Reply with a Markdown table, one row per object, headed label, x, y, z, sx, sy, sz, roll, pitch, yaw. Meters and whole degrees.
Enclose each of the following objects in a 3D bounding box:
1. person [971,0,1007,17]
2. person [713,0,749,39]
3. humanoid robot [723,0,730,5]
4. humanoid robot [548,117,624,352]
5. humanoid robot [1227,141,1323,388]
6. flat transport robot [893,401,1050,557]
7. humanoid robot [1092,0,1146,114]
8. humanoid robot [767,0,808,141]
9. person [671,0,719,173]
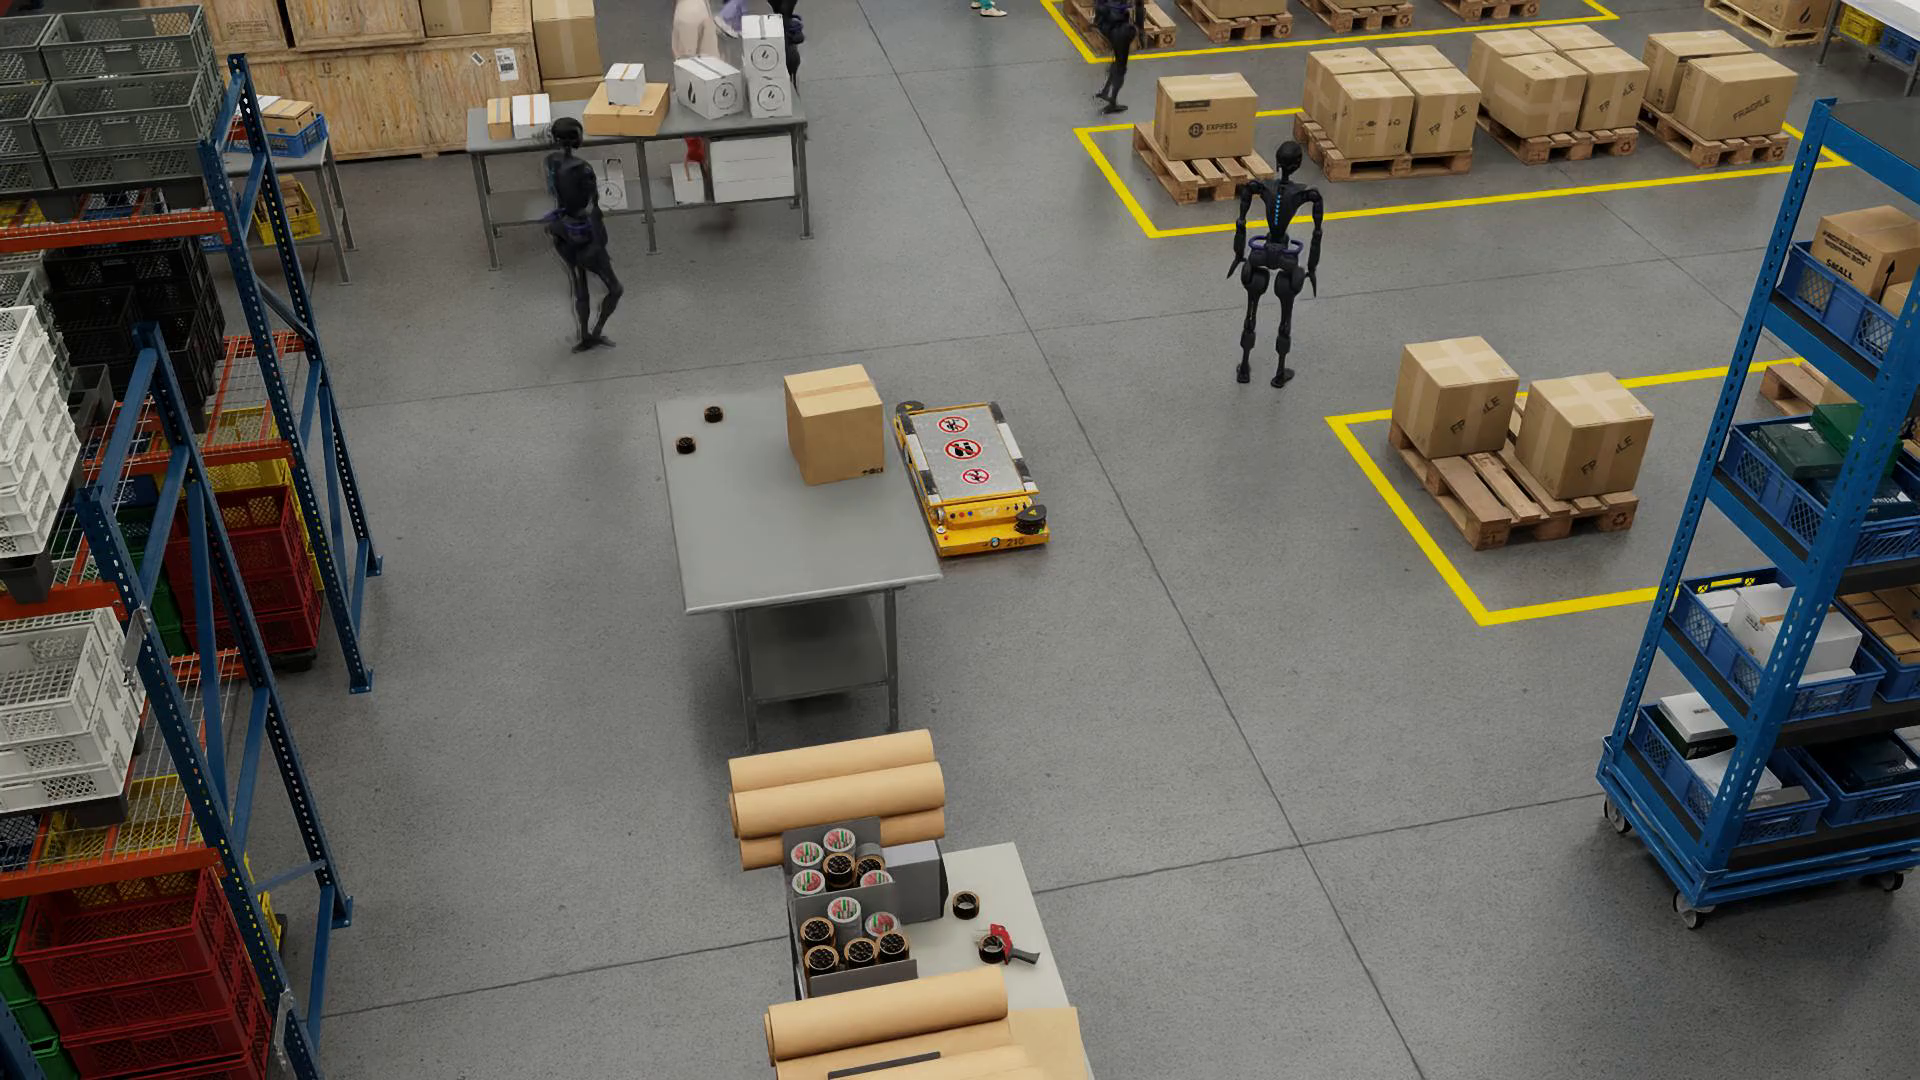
| label | x | y | z | sx | sy | sz | roll | pitch | yaw |
| --- | --- | --- | --- | --- | --- | --- | --- | --- | --- |
| person | 0.294 | -6.122 | 16.527 | 0.314 | 1.767 | 0.534 | -12 | 38 | -15 |
| person | -2.121 | -5.714 | 15.855 | 0.485 | 1.913 | 0.590 | -13 | 39 | -17 |
| humanoid robot | -2.528 | -6.224 | 16.743 | 0.541 | 1.637 | 0.605 | -22 | 42 | -27 |
| humanoid robot | -2.499 | -2.012 | 11.075 | 0.588 | 1.656 | 0.392 | 29 | 45 | 33 |
| humanoid robot | 2.029 | -1.784 | 10.760 | 0.593 | 1.657 | 0.326 | 12 | 38 | 16 |
| flat transport robot | 0.046 | -0.430 | 10.108 | 0.652 | 0.197 | 1.431 | -8 | 37 | -10 |
| humanoid robot | 1.387 | -4.552 | 14.487 | 0.369 | 1.644 | 0.600 | -19 | 41 | -24 |
| humanoid robot | -1.481 | -4.186 | 13.996 | 0.336 | 1.657 | 0.631 | -5 | 37 | -7 |
| person | -2.150 | -3.668 | 13.061 | 0.665 | 1.962 | 0.629 | -3 | 37 | -4 |
